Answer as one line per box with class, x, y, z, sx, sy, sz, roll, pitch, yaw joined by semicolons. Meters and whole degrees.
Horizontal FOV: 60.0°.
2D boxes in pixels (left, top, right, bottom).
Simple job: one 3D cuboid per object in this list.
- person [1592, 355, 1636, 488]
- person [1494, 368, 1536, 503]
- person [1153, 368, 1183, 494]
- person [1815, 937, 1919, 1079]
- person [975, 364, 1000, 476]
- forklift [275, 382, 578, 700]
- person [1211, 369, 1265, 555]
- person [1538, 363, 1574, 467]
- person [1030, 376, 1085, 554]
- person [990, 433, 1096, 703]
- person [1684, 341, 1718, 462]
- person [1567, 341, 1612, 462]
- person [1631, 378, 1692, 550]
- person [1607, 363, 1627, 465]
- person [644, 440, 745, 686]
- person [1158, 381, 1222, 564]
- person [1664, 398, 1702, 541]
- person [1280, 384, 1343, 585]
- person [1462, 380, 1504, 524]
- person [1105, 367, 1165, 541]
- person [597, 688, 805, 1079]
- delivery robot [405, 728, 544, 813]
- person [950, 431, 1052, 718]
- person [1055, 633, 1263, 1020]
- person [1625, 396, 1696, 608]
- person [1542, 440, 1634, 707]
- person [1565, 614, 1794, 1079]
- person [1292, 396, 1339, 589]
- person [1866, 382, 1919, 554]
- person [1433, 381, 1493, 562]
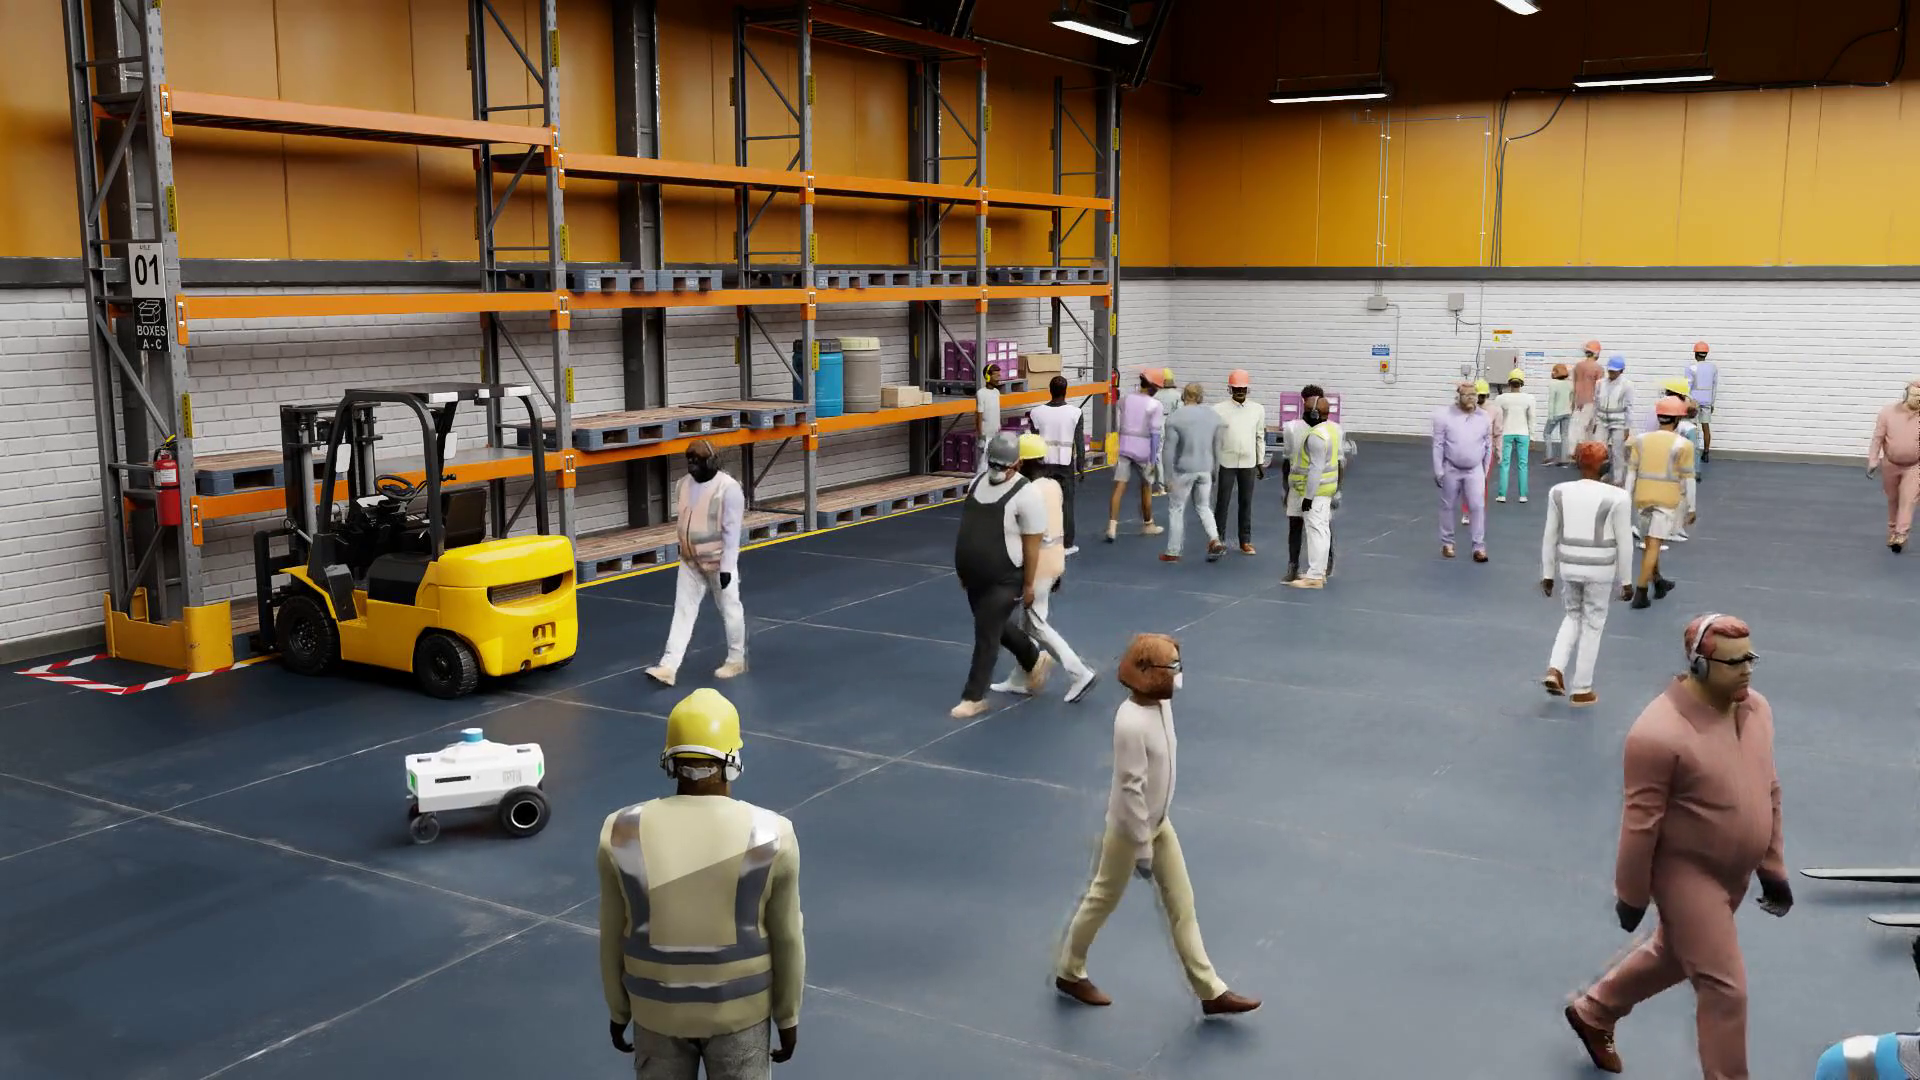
person;8.921;-1.577;22.725;0.622;1.909;0.622;-8;12;-42
person;7.270;-1.363;21.833;0.523;1.769;0.316;2;9;12
person;2.795;-1.512;22.941;0.495;1.726;0.653;-1;9;-5
person;2.057;1.605;3.529;0.536;1.695;0.322;3;10;18
person;0.379;-1.319;21.286;0.321;1.861;0.514;6;11;32
forklift;-3.974;-0.067;12.417;2.313;2.155;1.214;5;11;30
person;2.964;-0.827;17.779;0.625;1.992;0.388;-1;9;-7
person;9.310;-1.940;25.929;0.500;1.615;0.569;-3;10;-18
person;1.046;-0.799;17.840;0.597;1.918;0.383;2;9;12
person;0.588;0.200;11.713;0.756;1.905;0.594;4;10;25
person;11.761;-2.197;26.505;0.547;1.938;0.377;-1;9;-5
person;10.066;-2.209;26.587;1.039;1.943;0.622;-3;9;-16
person;7.614;-0.813;17.991;0.452;1.894;0.632;1;9;5
person;10.261;-1.980;26.082;0.514;1.642;0.310;8;12;42
person;-1.900;0.177;12.115;0.658;1.795;0.932;6;11;32
person;2.419;-0.671;17.120;0.706;1.896;0.623;-3;10;-18
person;8.154;-0.781;18.644;0.495;1.619;0.539;-1;9;-3
person;3.442;-0.551;16.242;0.642;1.963;0.698;5;11;30
person;6.227;-1.039;19.910;0.533;1.731;0.795;3;9;16
person;2.001;-0.962;18.745;0.612;1.968;1.041;6;11;33
person;-0.744;1.334;4.834;0.591;1.825;0.403;0;9;-2
delivery robot;-2.614;1.258;8.955;0.707;0.478;0.477;-3;10;-20
person;0.331;0.167;11.436;0.908;2.000;0.718;-7;12;-38
person;0.767;1.153;6.669;0.877;1.584;0.518;4;10;26
person;6.378;-0.352;15.102;0.954;1.896;0.574;-8;12;-41
person;4.356;0.237;11.523;0.418;1.869;0.583;-8;12;-40
person;2.566;1.147;5.889;0.632;1.861;0.977;-6;11;-34
person;3.393;-0.457;15.950;0.429;1.845;0.621;4;10;23
person;10.217;-0.790;18.010;0.645;1.842;1.050;7;12;39
person;5.266;-0.708;17.387;0.640;1.877;0.897;1;9;4
